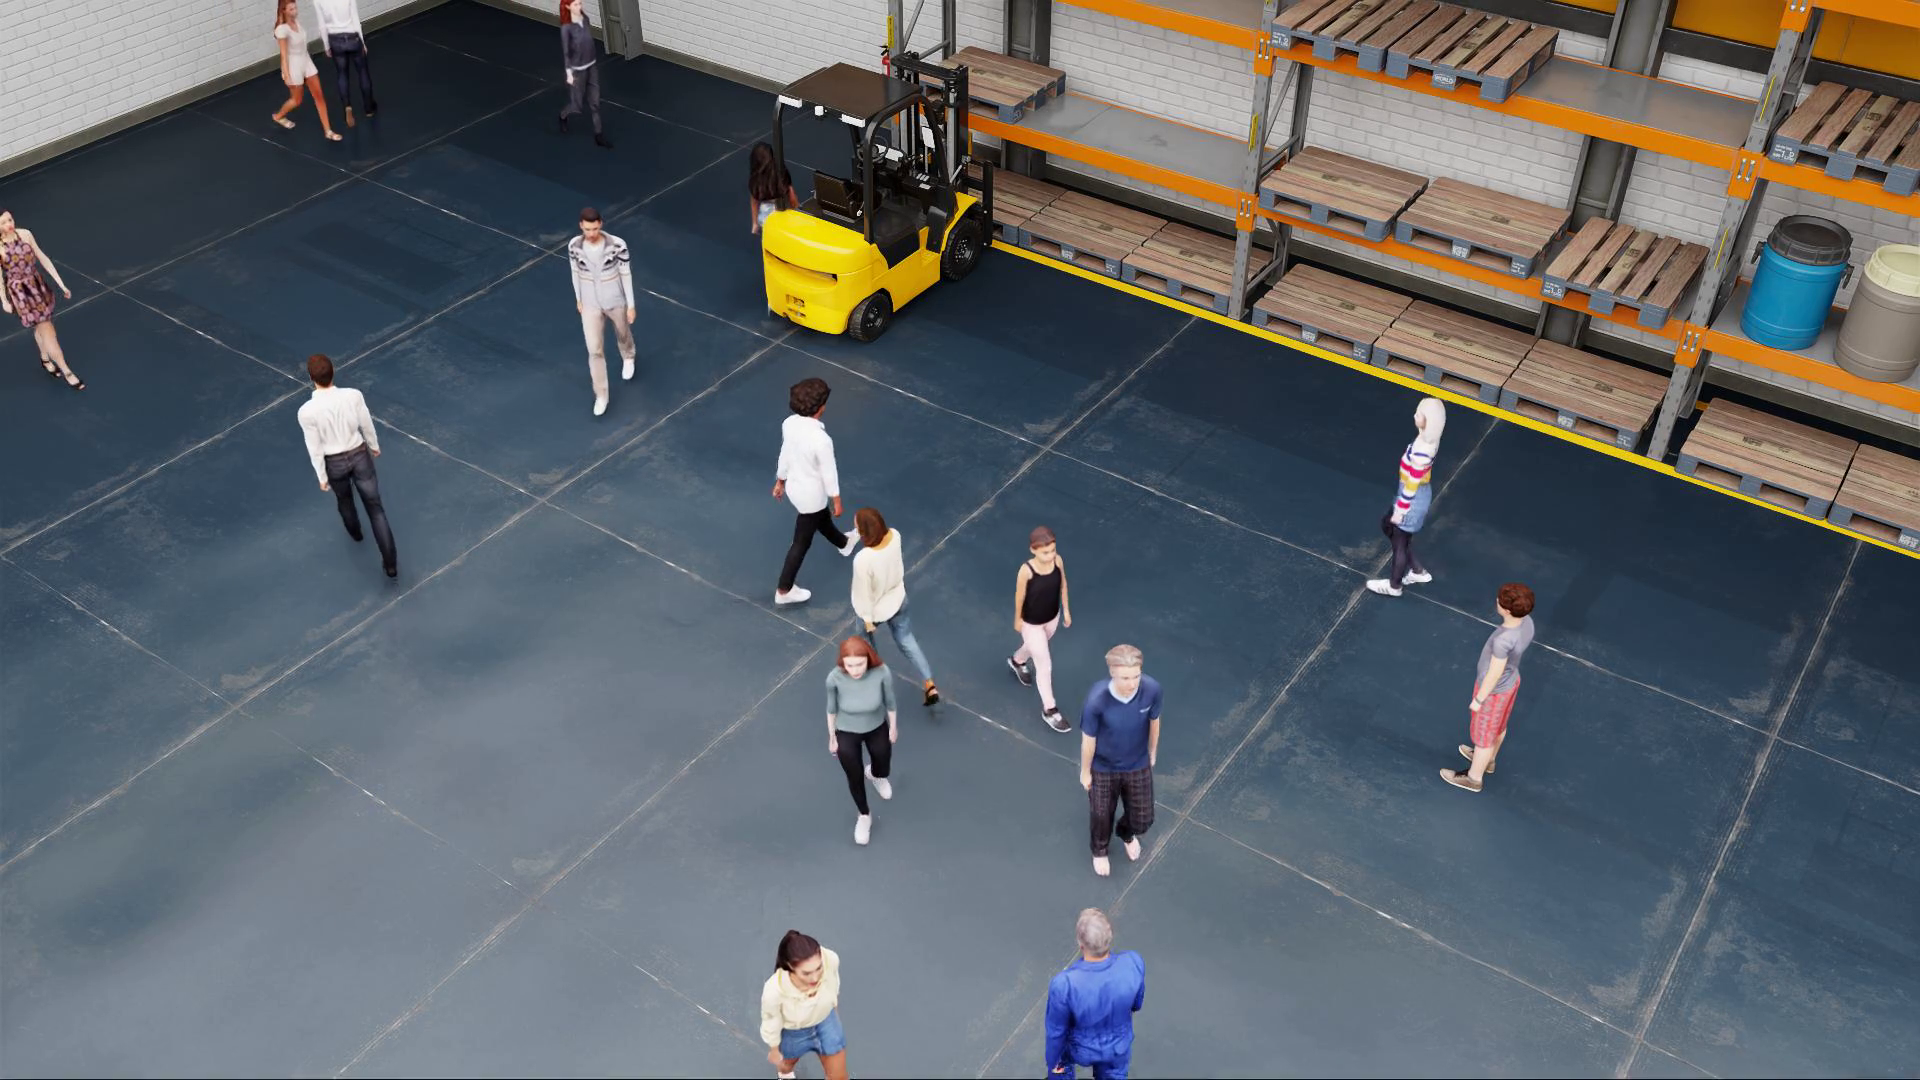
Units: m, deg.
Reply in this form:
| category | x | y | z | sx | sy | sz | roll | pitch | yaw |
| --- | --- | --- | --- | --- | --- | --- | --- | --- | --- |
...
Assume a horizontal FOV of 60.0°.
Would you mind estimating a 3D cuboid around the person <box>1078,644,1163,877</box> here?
| category | x | y | z | sx | sy | sz | roll | pitch | yaw |
| --- | --- | --- | --- | --- | --- | --- | --- | --- | --- |
| person | 0.935 | 1.286 | 10.167 | 0.809 | 1.855 | 0.869 | -6 | 39 | -7 |

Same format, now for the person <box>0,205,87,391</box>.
| category | x | y | z | sx | sy | sz | roll | pitch | yaw |
| --- | --- | --- | --- | --- | --- | --- | --- | --- | --- |
| person | -8.192 | -2.150 | 14.556 | 0.908 | 1.748 | 0.710 | 15 | 41 | 18 |

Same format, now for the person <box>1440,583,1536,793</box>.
| category | x | y | z | sx | sy | sz | roll | pitch | yaw |
| --- | --- | --- | --- | --- | --- | --- | --- | --- | --- |
| person | 3.475 | 0.948 | 10.755 | 0.545 | 1.651 | 0.594 | 28 | 46 | 30 |

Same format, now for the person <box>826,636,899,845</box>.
| category | x | y | z | sx | sy | sz | roll | pitch | yaw |
| --- | --- | --- | --- | --- | --- | --- | --- | --- | --- |
| person | -0.633 | 1.167 | 10.422 | 0.858 | 1.724 | 0.906 | -5 | 39 | -6 |

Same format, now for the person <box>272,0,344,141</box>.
| category | x | y | z | sx | sy | sz | roll | pitch | yaw |
| --- | --- | --- | --- | --- | --- | --- | --- | --- | --- |
| person | -7.433 | -5.251 | 18.509 | 1.117 | 1.660 | 0.792 | 12 | 40 | 14 |

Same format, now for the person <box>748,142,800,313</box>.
| category | x | y | z | sx | sy | sz | roll | pitch | yaw |
| --- | --- | --- | --- | --- | --- | --- | --- | --- | --- |
| person | -1.769 | -2.892 | 15.643 | 1.066 | 1.552 | 0.905 | 10 | 40 | 12 |

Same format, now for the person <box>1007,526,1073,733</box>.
| category | x | y | z | sx | sy | sz | roll | pitch | yaw |
| --- | --- | --- | --- | --- | --- | --- | --- | --- | --- |
| person | 0.512 | 0.510 | 11.402 | 0.782 | 1.527 | 1.090 | -22 | 44 | -25 |

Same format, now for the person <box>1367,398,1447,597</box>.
| category | x | y | z | sx | sy | sz | roll | pitch | yaw |
| --- | --- | --- | --- | --- | --- | --- | --- | --- | --- |
| person | 3.385 | -0.277 | 12.166 | 0.759 | 1.802 | 0.737 | 15 | 41 | 18 |

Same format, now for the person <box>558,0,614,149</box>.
| category | x | y | z | sx | sy | sz | roll | pitch | yaw |
| --- | --- | --- | --- | --- | --- | --- | --- | --- | --- |
| person | -4.221 | -5.192 | 18.350 | 0.901 | 1.766 | 0.587 | 22 | 44 | 25 |

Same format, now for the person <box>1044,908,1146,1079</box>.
| category | x | y | z | sx | sy | sz | roll | pitch | yaw |
| --- | --- | --- | --- | --- | --- | --- | --- | --- | --- |
| person | 0.716 | 2.635 | 8.519 | 0.996 | 1.804 | 1.056 | -5 | 39 | -6 |

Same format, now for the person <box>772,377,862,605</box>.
| category | x | y | z | sx | sy | sz | roll | pitch | yaw |
| --- | --- | --- | --- | --- | --- | --- | --- | --- | --- |
| person | -1.181 | -0.313 | 12.265 | 0.946 | 1.736 | 1.230 | -27 | 46 | -30 |

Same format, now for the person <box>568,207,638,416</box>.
| category | x | y | z | sx | sy | sz | roll | pitch | yaw |
| --- | --- | --- | --- | --- | --- | --- | --- | --- | --- |
| person | -3.056 | -2.103 | 14.448 | 1.225 | 1.809 | 1.205 | -1 | 39 | -1 |

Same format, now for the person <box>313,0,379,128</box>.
| category | x | y | z | sx | sy | sz | roll | pitch | yaw |
| --- | --- | --- | --- | --- | --- | --- | --- | --- | --- |
| person | -6.948 | -5.573 | 18.768 | 1.036 | 1.840 | 1.083 | -4 | 39 | -5 |

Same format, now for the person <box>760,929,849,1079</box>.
| category | x | y | z | sx | sy | sz | roll | pitch | yaw |
| --- | --- | --- | --- | --- | --- | --- | --- | --- | --- |
| person | -0.848 | 2.538 | 8.816 | 0.902 | 1.585 | 1.132 | -22 | 44 | -25 |

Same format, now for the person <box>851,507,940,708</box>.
| category | x | y | z | sx | sy | sz | roll | pitch | yaw |
| --- | --- | --- | --- | --- | --- | --- | --- | --- | --- |
| person | -0.456 | 0.483 | 11.352 | 1.115 | 1.632 | 0.717 | 32 | 48 | 33 |

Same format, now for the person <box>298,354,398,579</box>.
| category | x | y | z | sx | sy | sz | roll | pitch | yaw |
| --- | --- | --- | --- | --- | --- | --- | --- | --- | --- |
| person | -4.535 | -0.517 | 12.449 | 1.006 | 1.824 | 1.313 | -22 | 44 | -25 |
